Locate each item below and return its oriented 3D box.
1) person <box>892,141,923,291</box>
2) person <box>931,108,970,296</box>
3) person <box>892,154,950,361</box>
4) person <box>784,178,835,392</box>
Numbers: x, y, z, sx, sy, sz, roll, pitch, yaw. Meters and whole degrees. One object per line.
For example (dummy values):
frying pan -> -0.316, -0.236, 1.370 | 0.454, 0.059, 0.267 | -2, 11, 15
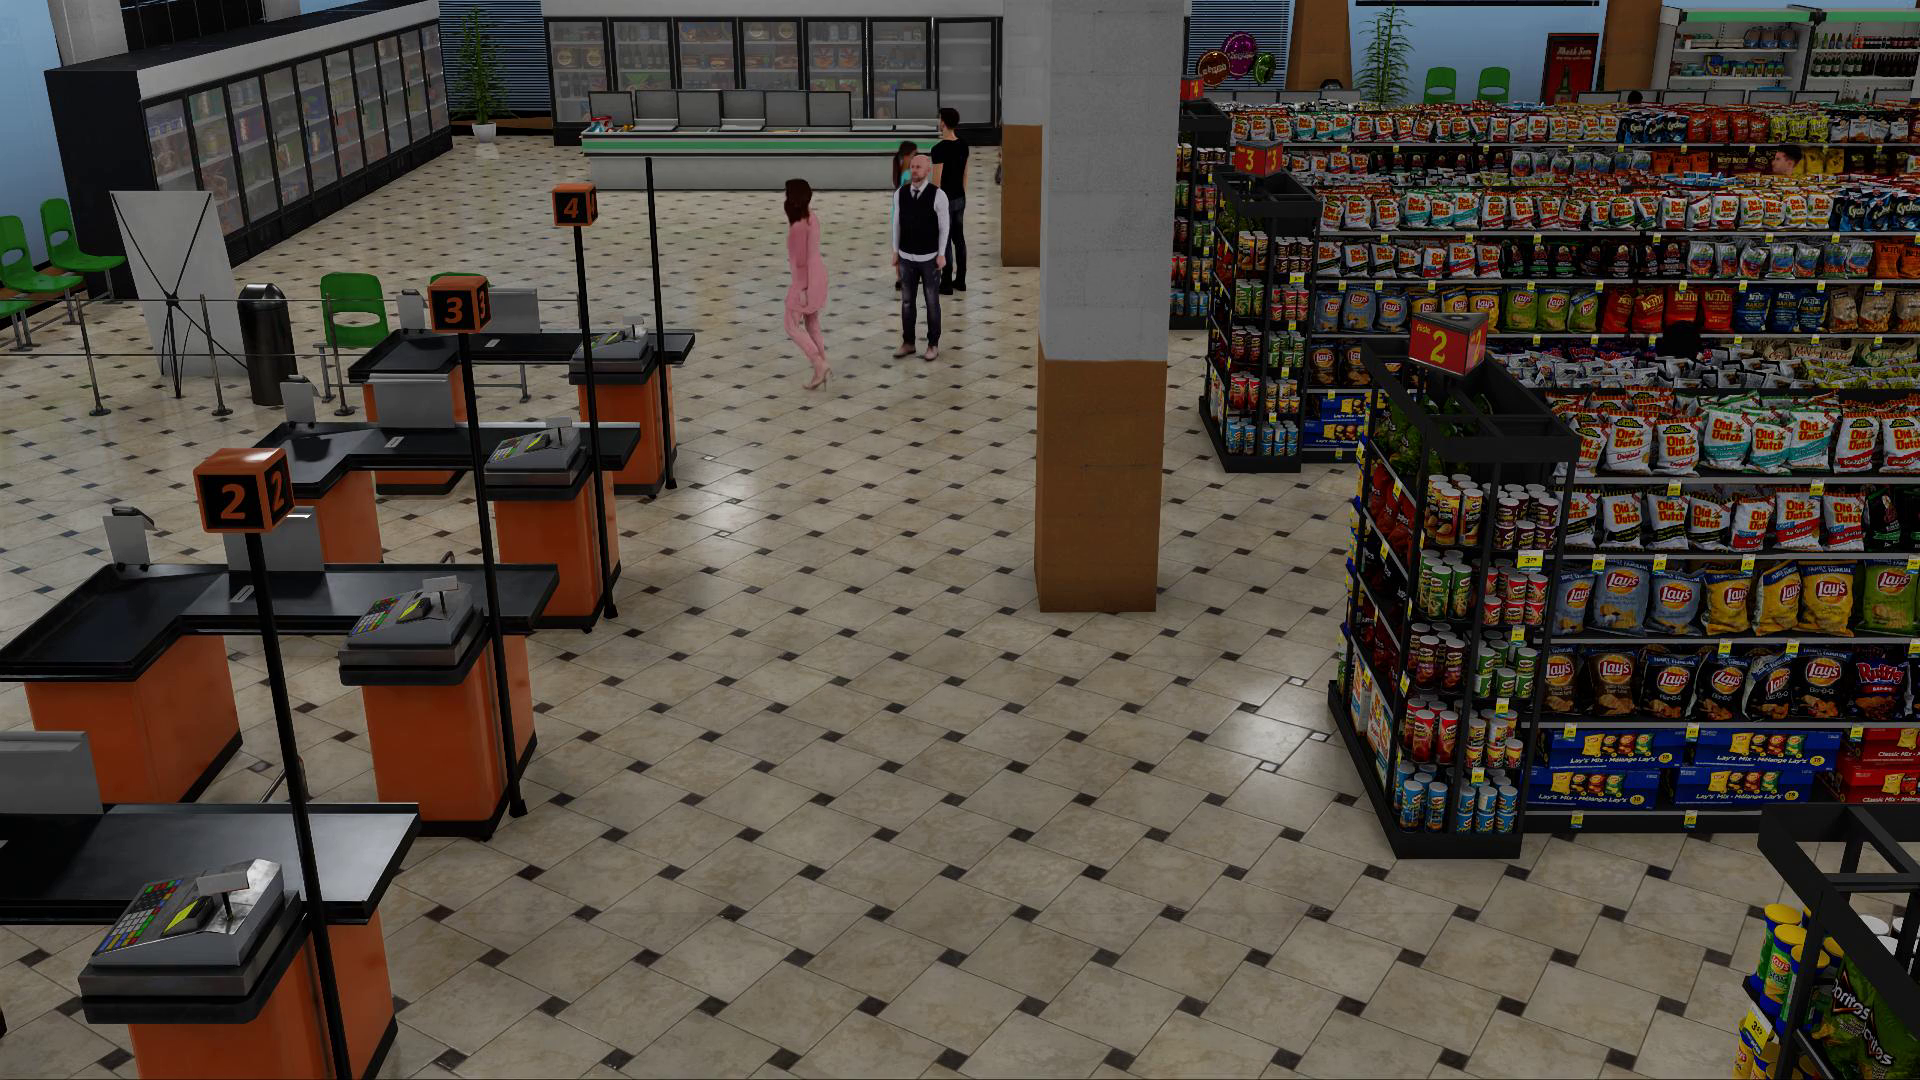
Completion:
person -> -0.602, -3.372, 17.359 | 0.731, 1.546, 0.672 | -19, 29, -39
person -> -0.103, -3.509, 17.228 | 0.806, 1.897, 0.754 | 19, 29, 39
person -> -0.356, -2.533, 14.898 | 0.678, 1.823, 0.830 | 9, 23, 20
person -> -1.177, -2.103, 13.878 | 0.738, 1.786, 0.706 | 7, 23, 18
